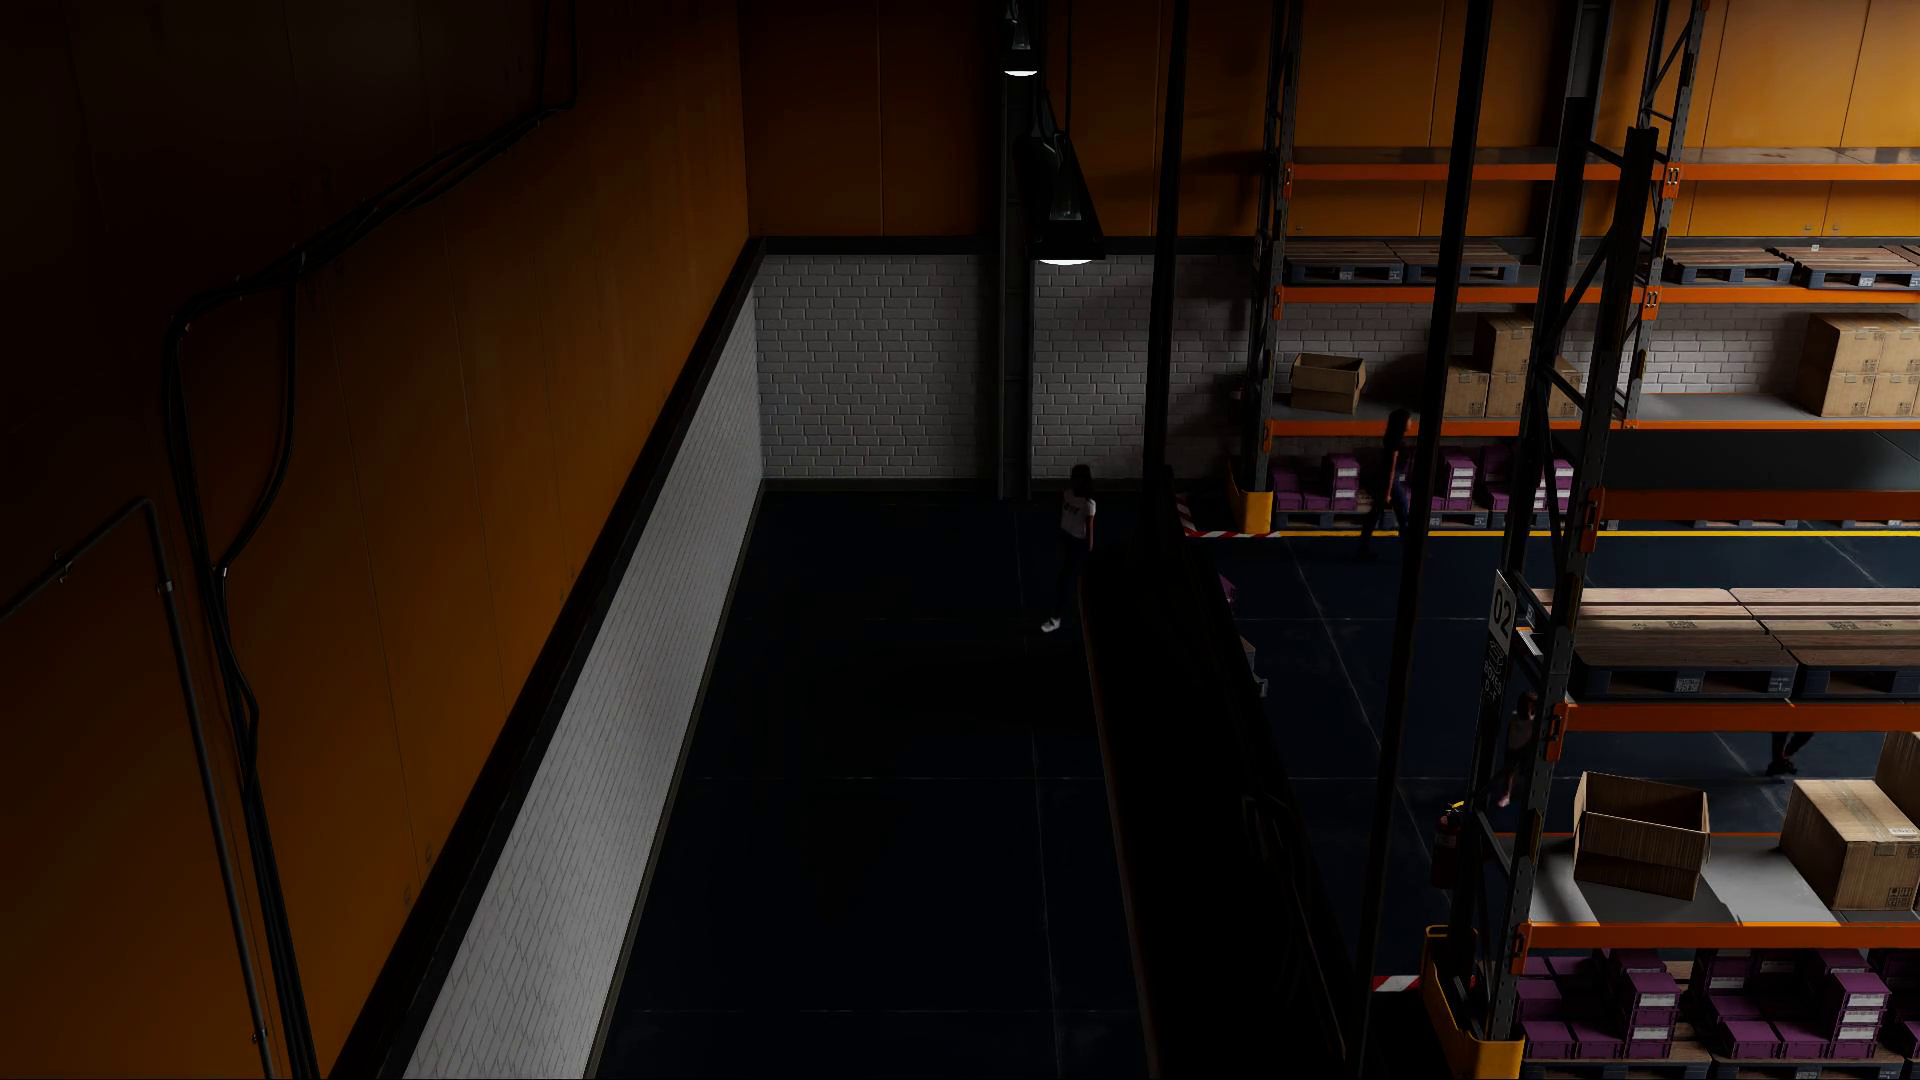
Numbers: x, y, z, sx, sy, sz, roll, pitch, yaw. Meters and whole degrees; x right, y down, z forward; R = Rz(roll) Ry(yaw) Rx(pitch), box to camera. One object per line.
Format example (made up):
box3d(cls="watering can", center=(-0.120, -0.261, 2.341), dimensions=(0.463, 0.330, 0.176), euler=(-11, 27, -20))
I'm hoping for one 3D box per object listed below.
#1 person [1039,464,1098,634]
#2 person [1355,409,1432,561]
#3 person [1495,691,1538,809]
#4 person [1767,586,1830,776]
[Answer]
box3d(cls="person", center=(1.208, 0.057, 16.185), dimensions=(1.221, 1.729, 0.983), euler=(-10, 26, -22))
box3d(cls="person", center=(4.445, -0.552, 17.602), dimensions=(0.996, 1.710, 0.608), euler=(1, 24, 3))
box3d(cls="person", center=(4.545, 1.668, 13.400), dimensions=(0.732, 1.009, 0.657), euler=(-19, 30, -37))
box3d(cls="person", center=(6.830, 1.199, 13.609), dimensions=(0.759, 1.700, 0.737), euler=(-10, 26, -22))
